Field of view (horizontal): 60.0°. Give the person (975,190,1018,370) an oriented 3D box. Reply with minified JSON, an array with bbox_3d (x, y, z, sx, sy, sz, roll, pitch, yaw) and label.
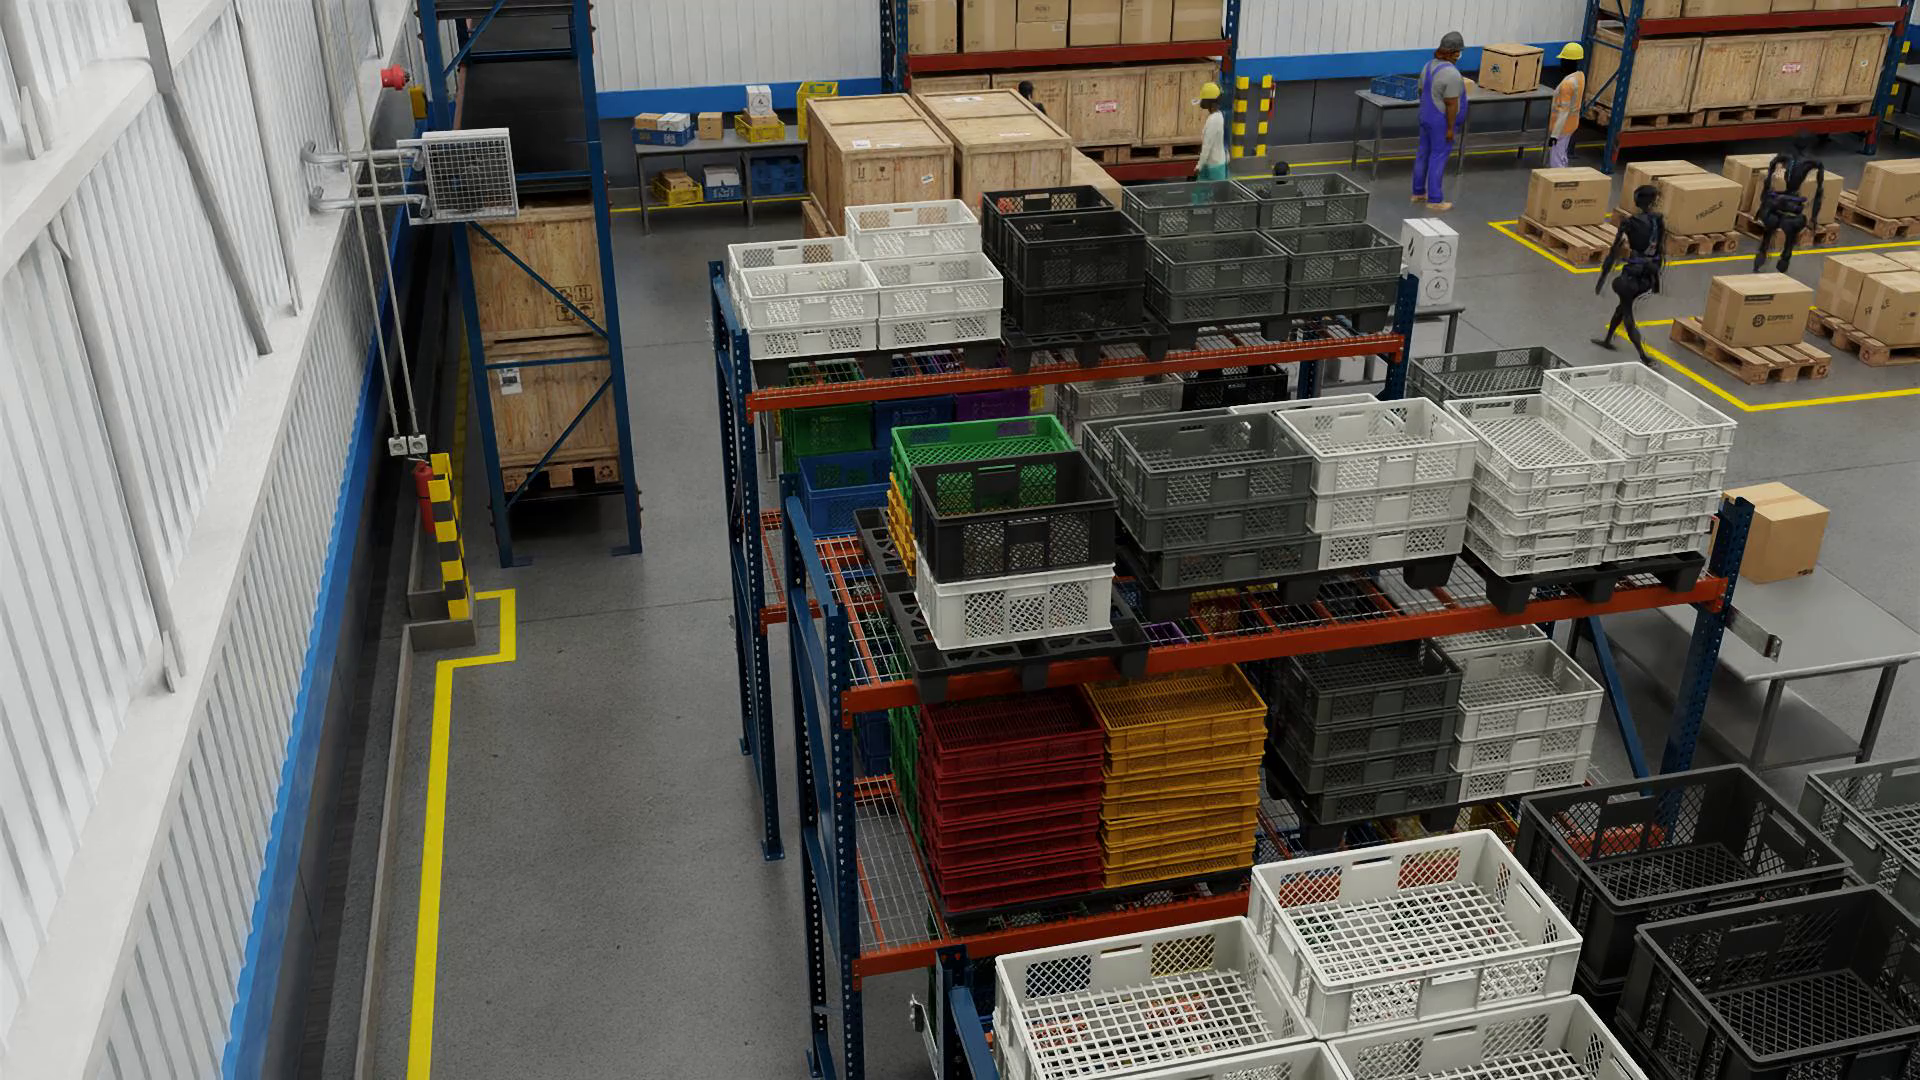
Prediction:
[{"bbox_3d":[0.338,-1.957,13.926,0.595,1.975,0.656,-5,28,-9],"label":"person"}]

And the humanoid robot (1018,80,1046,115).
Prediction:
[{"bbox_3d":[0.732,-4.355,18.786,0.600,1.657,0.335,-19,33,-31],"label":"humanoid robot"}]

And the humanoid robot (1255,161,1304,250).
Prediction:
[{"bbox_3d":[2.982,-2.784,15.812,0.572,1.652,0.316,6,28,11],"label":"humanoid robot"}]

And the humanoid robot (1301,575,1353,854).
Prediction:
[{"bbox_3d":[1.989,0.945,8.765,0.538,1.624,0.604,0,28,0],"label":"humanoid robot"}]

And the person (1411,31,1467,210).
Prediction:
[{"bbox_3d":[5.649,-4.919,19.481,0.537,2.000,0.681,-7,29,-14],"label":"person"}]

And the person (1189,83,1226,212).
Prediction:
[{"bbox_3d":[2.778,-4.193,18.451,0.901,1.709,0.529,4,28,7],"label":"person"}]

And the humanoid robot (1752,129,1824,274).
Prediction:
[{"bbox_3d":[8.366,-3.325,16.839,0.388,1.642,0.641,-22,35,-36],"label":"humanoid robot"}]

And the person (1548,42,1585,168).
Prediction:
[{"bbox_3d":[7.016,-4.818,19.407,0.357,1.929,0.586,15,31,26],"label":"person"}]

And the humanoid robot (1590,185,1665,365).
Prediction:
[{"bbox_3d":[6.181,-2.411,15.184,0.587,1.648,0.784,-14,31,-24],"label":"humanoid robot"}]
